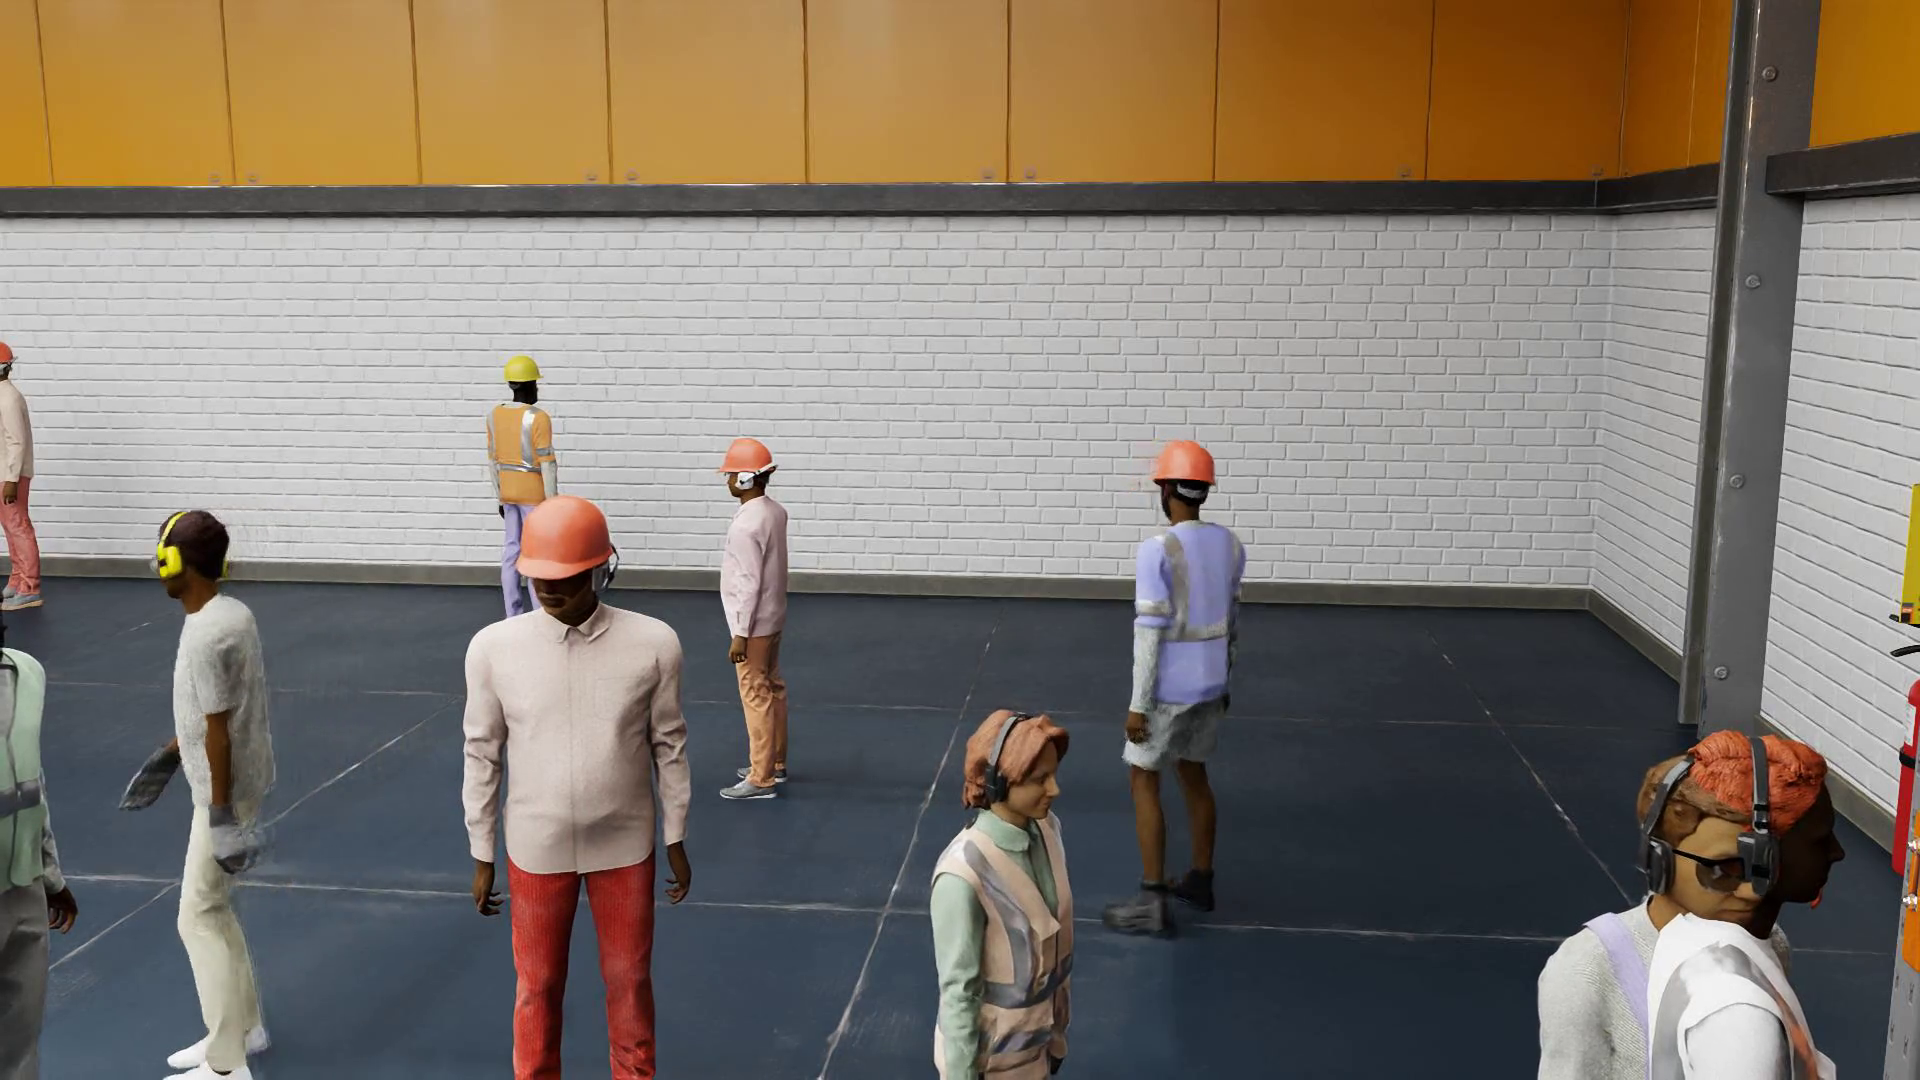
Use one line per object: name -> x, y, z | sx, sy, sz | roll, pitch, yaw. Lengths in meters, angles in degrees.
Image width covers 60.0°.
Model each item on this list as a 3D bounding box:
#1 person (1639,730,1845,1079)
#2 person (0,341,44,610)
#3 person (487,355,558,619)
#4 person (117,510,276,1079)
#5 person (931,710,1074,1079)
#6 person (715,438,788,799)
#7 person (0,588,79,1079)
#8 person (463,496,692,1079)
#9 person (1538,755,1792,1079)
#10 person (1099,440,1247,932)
person -> 1.254, 1.238, 2.781 | 0.355, 1.883, 0.573 | 2, 10, 11
person -> -7.068, -0.487, 12.329 | 0.376, 1.995, 0.612 | -8, 13, -38
person -> -2.993, -0.308, 11.494 | 0.588, 1.930, 0.364 | 6, 11, 30
person -> -2.441, 0.823, 5.287 | 0.480, 1.836, 0.537 | -2, 10, -13
person -> 0.097, 1.184, 3.790 | 0.310, 1.636, 0.523 | 5, 11, 26
person -> -1.011, 0.376, 8.079 | 0.330, 1.750, 0.572 | 1, 10, 8
person -> -2.567, 0.948, 4.336 | 0.376, 1.916, 0.599 | 1, 10, 7
person -> -1.063, 0.854, 4.666 | 0.625, 1.987, 0.389 | -2, 10, -13
person -> 1.186, 1.246, 2.838 | 0.514, 1.843, 0.327 | -4, 11, -24
person -> 0.833, 0.575, 6.573 | 0.705, 1.901, 0.441 | -8, 13, -38
